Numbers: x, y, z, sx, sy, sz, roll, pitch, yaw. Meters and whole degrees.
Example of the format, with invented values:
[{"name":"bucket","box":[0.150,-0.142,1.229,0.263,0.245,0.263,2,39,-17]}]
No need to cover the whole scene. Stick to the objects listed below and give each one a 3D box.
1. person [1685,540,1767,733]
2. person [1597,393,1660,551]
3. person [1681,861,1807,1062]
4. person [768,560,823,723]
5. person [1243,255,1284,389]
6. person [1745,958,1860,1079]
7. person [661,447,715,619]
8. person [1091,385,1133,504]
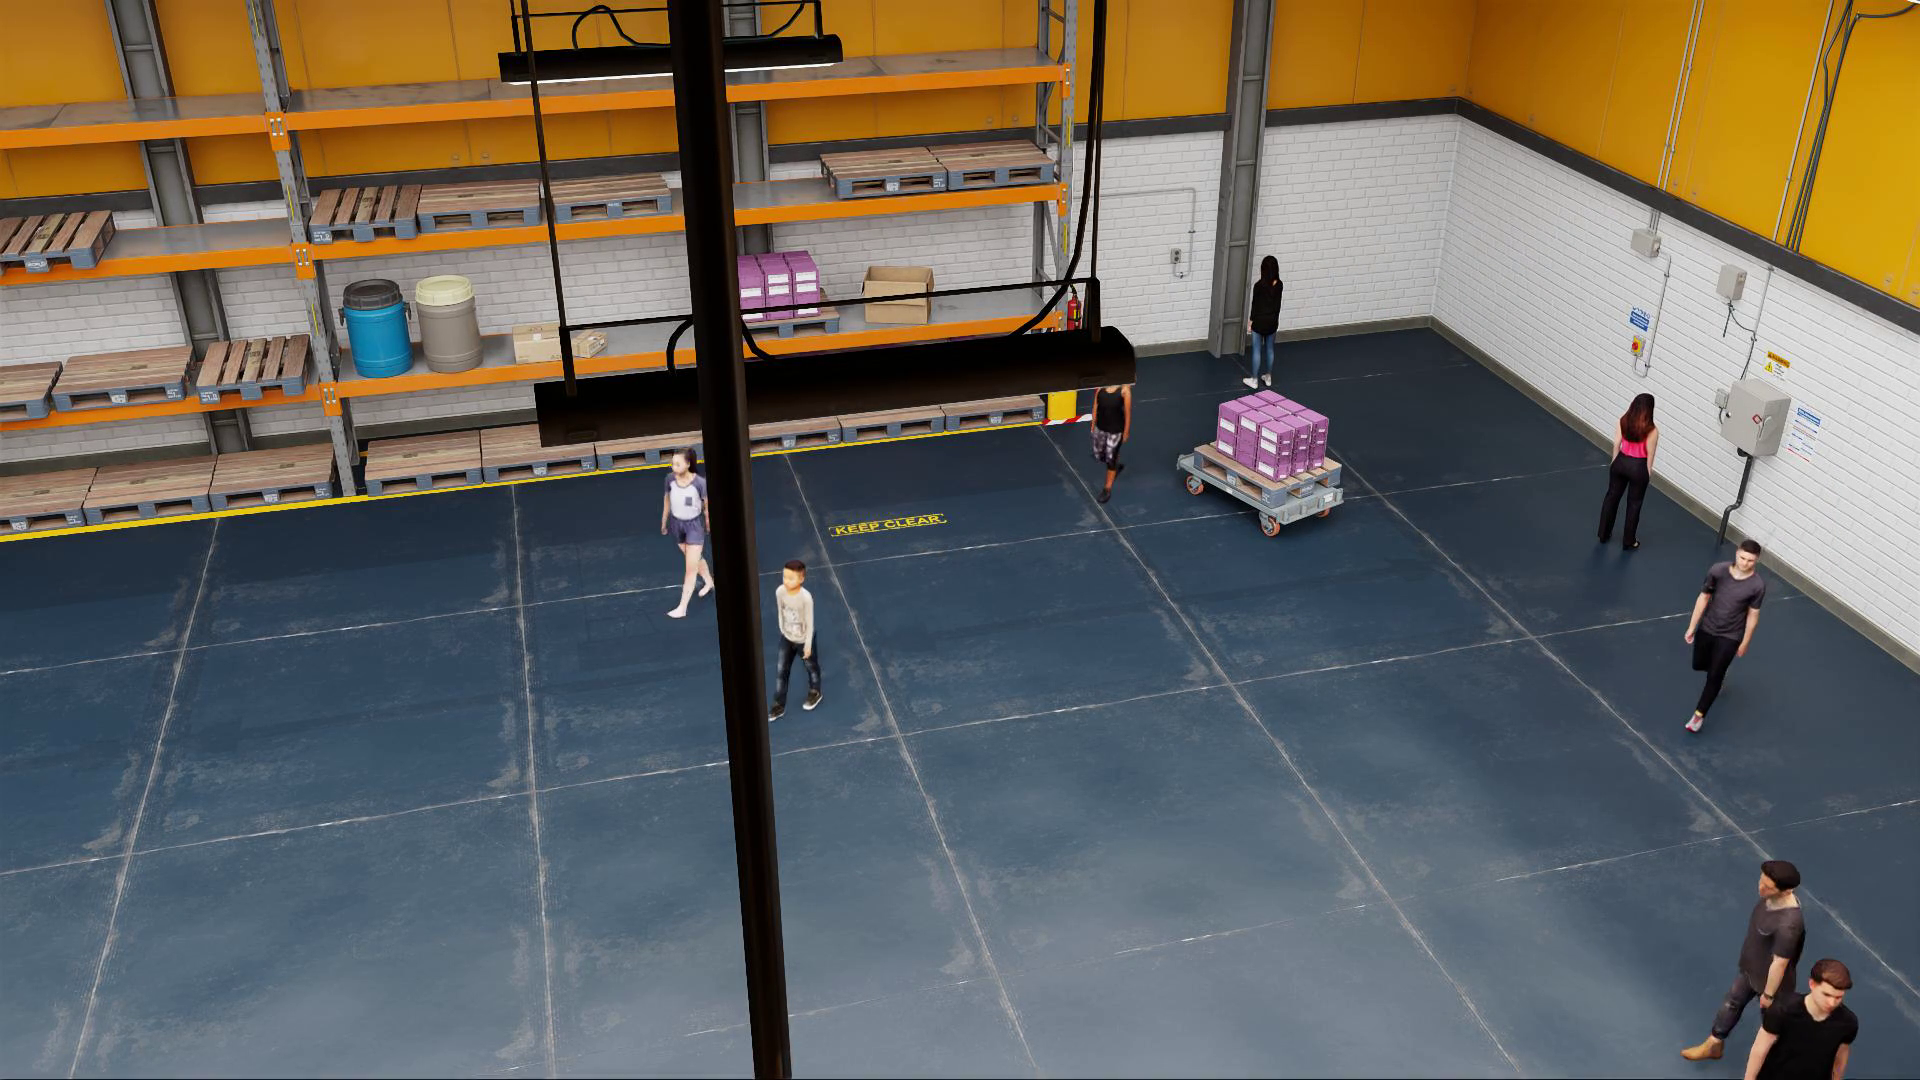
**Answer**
[{"name":"person","box":[6.356,0.741,13.814,0.948,1.741,1.087,25,37,37]},{"name":"person","box":[6.675,-0.695,16.532,0.670,1.660,0.659,-25,37,-38]},{"name":"person","box":[5.119,2.673,10.352,1.135,1.664,0.885,6,29,10]},{"name":"person","box":[-1.312,0.795,14.027,0.881,1.441,0.915,12,31,21]},{"name":"person","box":[3.685,-2.648,20.126,0.471,1.646,0.652,-10,30,-18]},{"name":"person","box":[4.695,3.054,9.456,1.026,1.853,0.996,6,29,11]},{"name":"person","box":[-2.485,-0.125,15.540,1.038,1.608,1.079,14,32,24]},{"name":"person","box":[1.624,-1.219,17.497,0.823,1.654,0.895,19,34,31]}]
